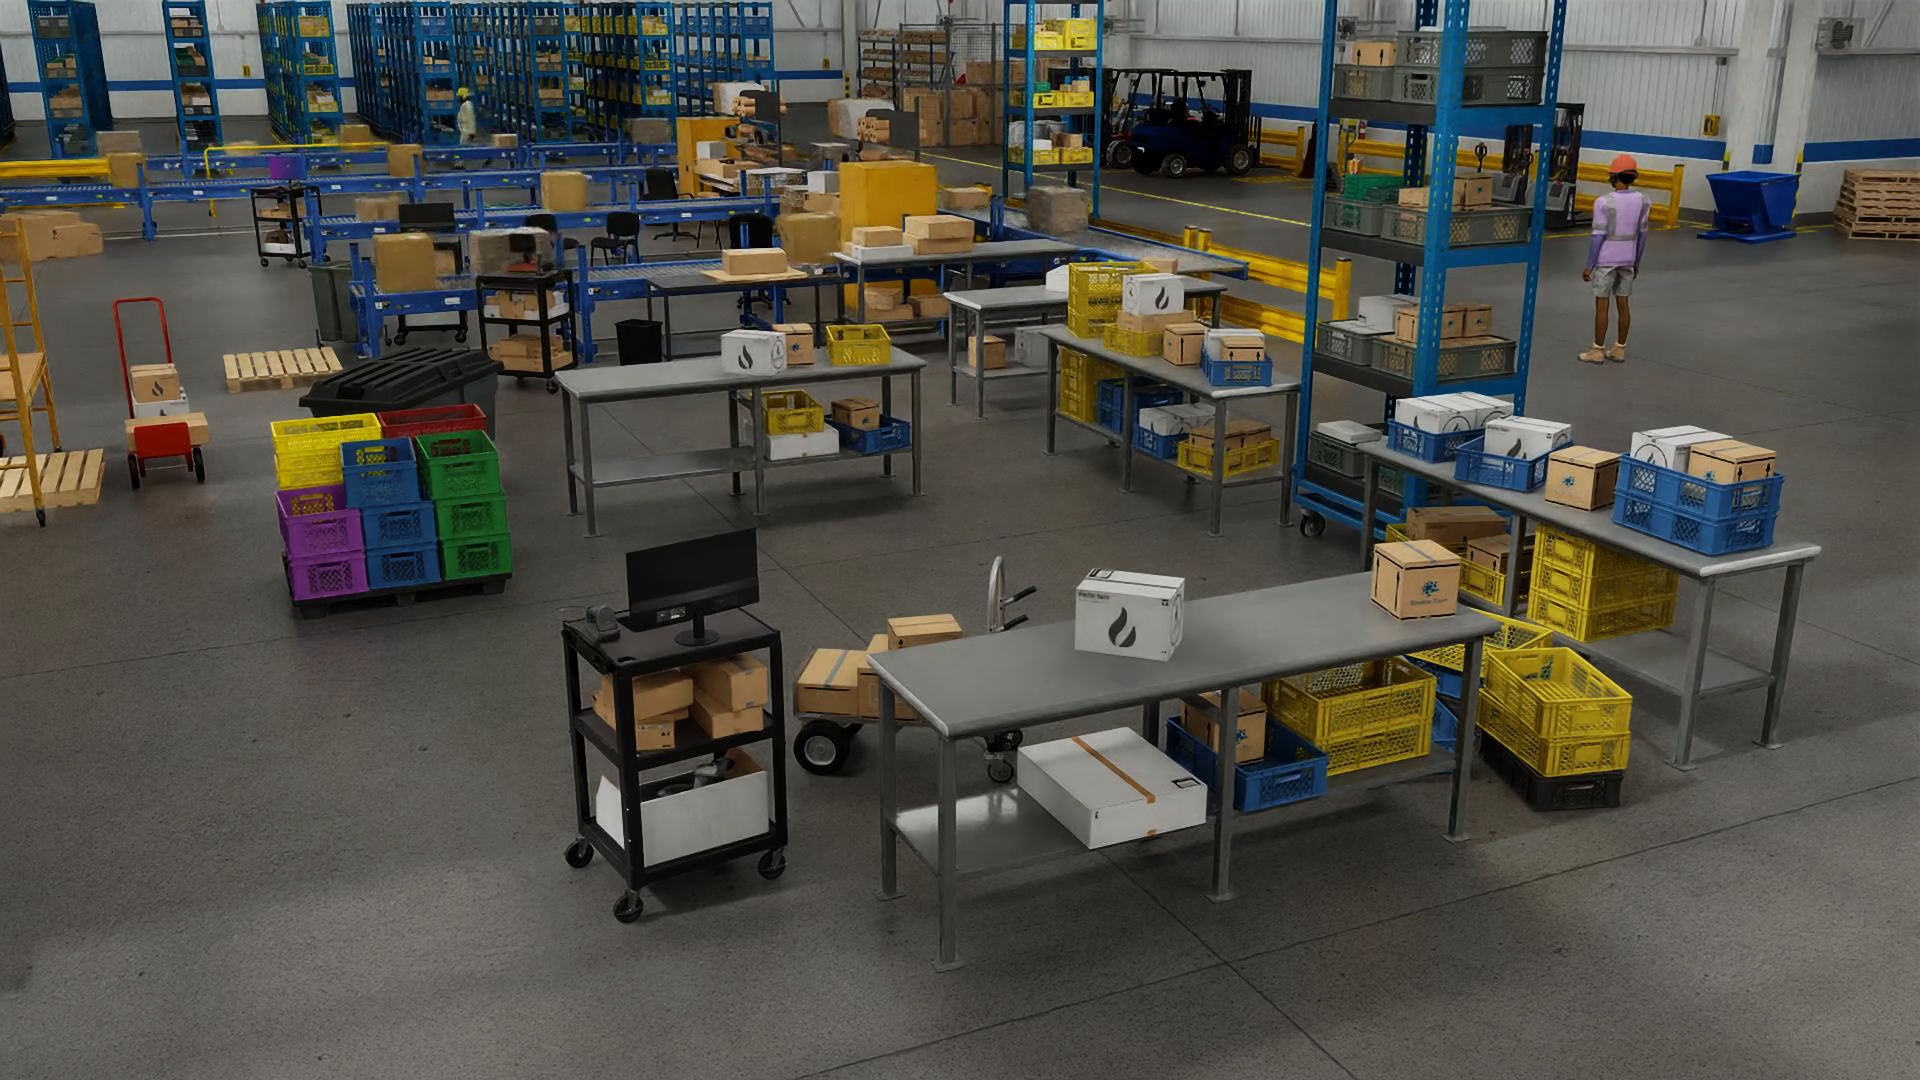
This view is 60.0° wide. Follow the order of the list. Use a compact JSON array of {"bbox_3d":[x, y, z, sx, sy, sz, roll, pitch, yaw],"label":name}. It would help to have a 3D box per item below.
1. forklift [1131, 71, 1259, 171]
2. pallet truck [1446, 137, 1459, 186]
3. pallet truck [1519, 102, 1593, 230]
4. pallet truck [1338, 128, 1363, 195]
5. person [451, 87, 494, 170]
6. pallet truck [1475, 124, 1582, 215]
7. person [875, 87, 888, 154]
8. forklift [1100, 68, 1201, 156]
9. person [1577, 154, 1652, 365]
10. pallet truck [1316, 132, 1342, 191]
[{"bbox_3d":[4.998,-8.936,35.413,2.680,1.987,1.157,-9,20,-25],"label":"forklift"},{"bbox_3d":[9.184,-6.485,29.328,1.630,1.274,0.653,-8,19,-23],"label":"pallet truck"},{"bbox_3d":[9.972,-6.037,26.785,1.885,1.965,0.823,-9,20,-25],"label":"pallet truck"},{"bbox_3d":[7.845,-7.140,31.411,1.522,1.261,0.704,-9,20,-25],"label":"pallet truck"},{"bbox_3d":[-10.791,-9.049,36.610,0.880,1.806,0.592,-5,18,-15],"label":"person"},{"bbox_3d":[9.707,-6.455,28.103,1.885,1.965,0.823,-7,19,-20],"label":"pallet truck"},{"bbox_3d":[-1.607,-8.427,34.490,0.433,1.888,0.665,8,19,23],"label":"person"},{"bbox_3d":[4.082,-9.564,37.410,2.680,1.987,1.157,-8,19,-23],"label":"forklift"},{"bbox_3d":[6.414,-2.745,16.340,0.604,2.044,0.375,-5,18,-14],"label":"person"},{"bbox_3d":[7.723,-7.504,32.656,1.601,1.201,0.680,-8,19,-23],"label":"pallet truck"}]
